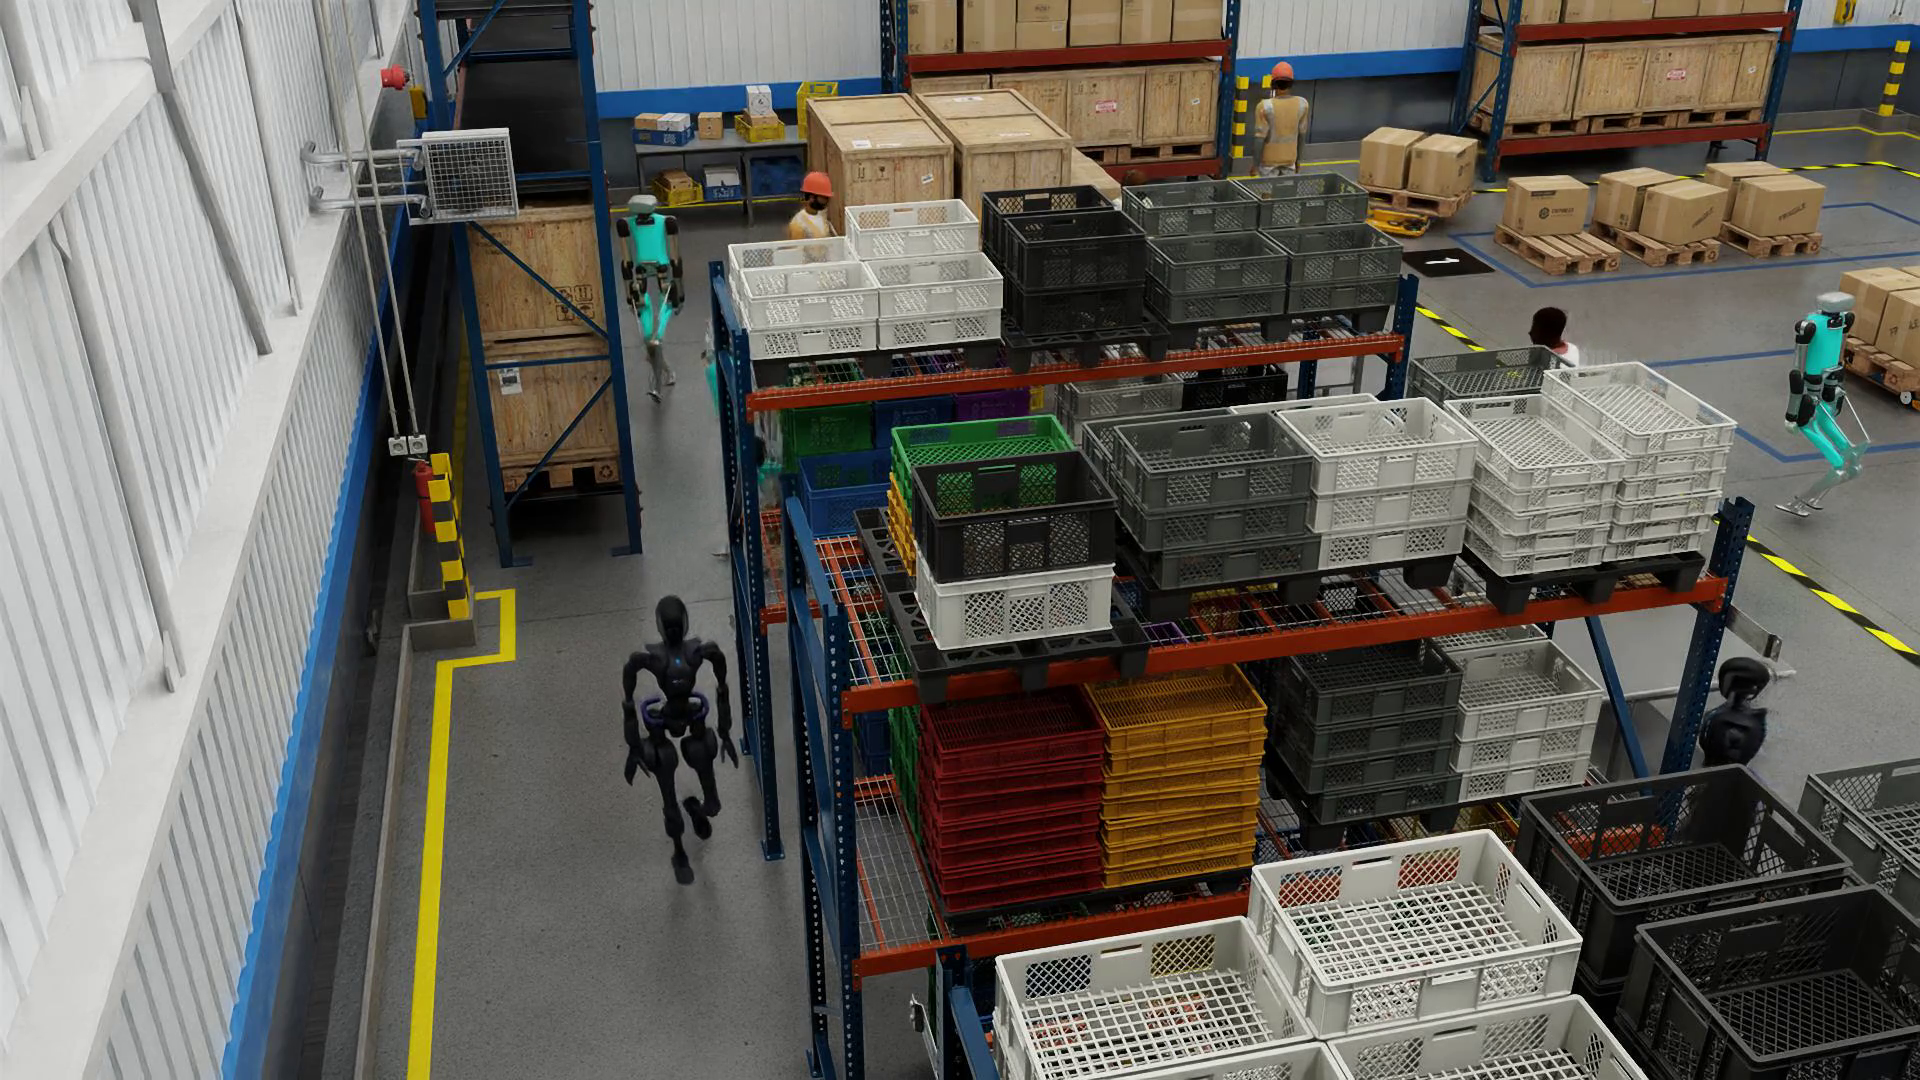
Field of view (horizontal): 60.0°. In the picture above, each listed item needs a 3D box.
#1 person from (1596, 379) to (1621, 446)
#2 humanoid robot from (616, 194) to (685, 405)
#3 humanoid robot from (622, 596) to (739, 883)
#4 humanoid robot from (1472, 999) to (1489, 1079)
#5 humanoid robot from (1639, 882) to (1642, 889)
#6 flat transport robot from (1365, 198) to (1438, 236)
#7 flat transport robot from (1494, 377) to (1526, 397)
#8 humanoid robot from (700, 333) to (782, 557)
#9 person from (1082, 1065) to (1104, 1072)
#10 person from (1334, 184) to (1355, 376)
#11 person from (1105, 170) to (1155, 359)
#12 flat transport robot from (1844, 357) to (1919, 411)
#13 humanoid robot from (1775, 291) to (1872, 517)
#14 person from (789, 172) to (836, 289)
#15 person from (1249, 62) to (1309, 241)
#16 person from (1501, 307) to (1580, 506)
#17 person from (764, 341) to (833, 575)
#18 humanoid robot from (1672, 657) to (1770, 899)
[{"bbox_3d":[4.027,-0.206,10.786,0.569,1.810,0.715,-24,36,-38],"label":"person"},{"bbox_3d":[-2.687,-2.004,14.314,0.556,1.769,0.988,1,28,2],"label":"humanoid robot"},{"bbox_3d":[-1.477,0.992,8.647,0.589,1.642,0.463,-10,29,-18],"label":"humanoid robot"},{"bbox_3d":[2.123,2.227,6.246,0.663,1.798,0.535,-8,29,-14],"label":"humanoid robot"},{"bbox_3d":[2.224,1.950,6.628,0.735,1.677,0.533,9,29,16],"label":"humanoid robot"},{"bbox_3d":[5.215,-3.842,19.306,0.652,0.197,1.431,15,31,26],"label":"flat transport robot"},{"bbox_3d":[4.780,-1.036,14.013,0.659,0.231,1.431,-6,28,-12],"label":"flat transport robot"},{"bbox_3d":[-1.386,-0.664,11.736,0.849,1.771,0.536,-12,30,-21],"label":"humanoid robot"},{"bbox_3d":[0.370,2.427,5.746,0.509,1.855,0.360,-10,29,-18],"label":"person"},{"bbox_3d":[3.384,-2.417,15.077,0.539,1.715,0.925,-10,29,-18],"label":"person"},{"bbox_3d":[1.533,-2.413,14.937,0.429,1.841,0.635,22,35,35],"label":"person"},{"bbox_3d":[8.473,-1.467,14.800,0.652,0.197,1.431,-6,28,-12],"label":"flat transport robot"},{"bbox_3d":[6.374,-0.936,12.108,0.533,1.672,0.735,-14,31,-25],"label":"humanoid robot"},{"bbox_3d":[-1.273,-2.290,14.625,0.446,1.912,0.561,10,30,19],"label":"person"},{"bbox_3d":[3.416,-4.119,17.966,0.605,2.038,0.390,-7,29,-14],"label":"person"},{"bbox_3d":[4.157,-0.753,11.768,0.946,1.864,0.608,14,31,25],"label":"person"},{"bbox_3d":[-0.952,-0.658,11.432,0.977,1.996,0.625,-4,28,-7],"label":"person"},{"bbox_3d":[3.652,1.307,8.058,0.370,1.650,0.612,10,30,19],"label":"humanoid robot"}]
